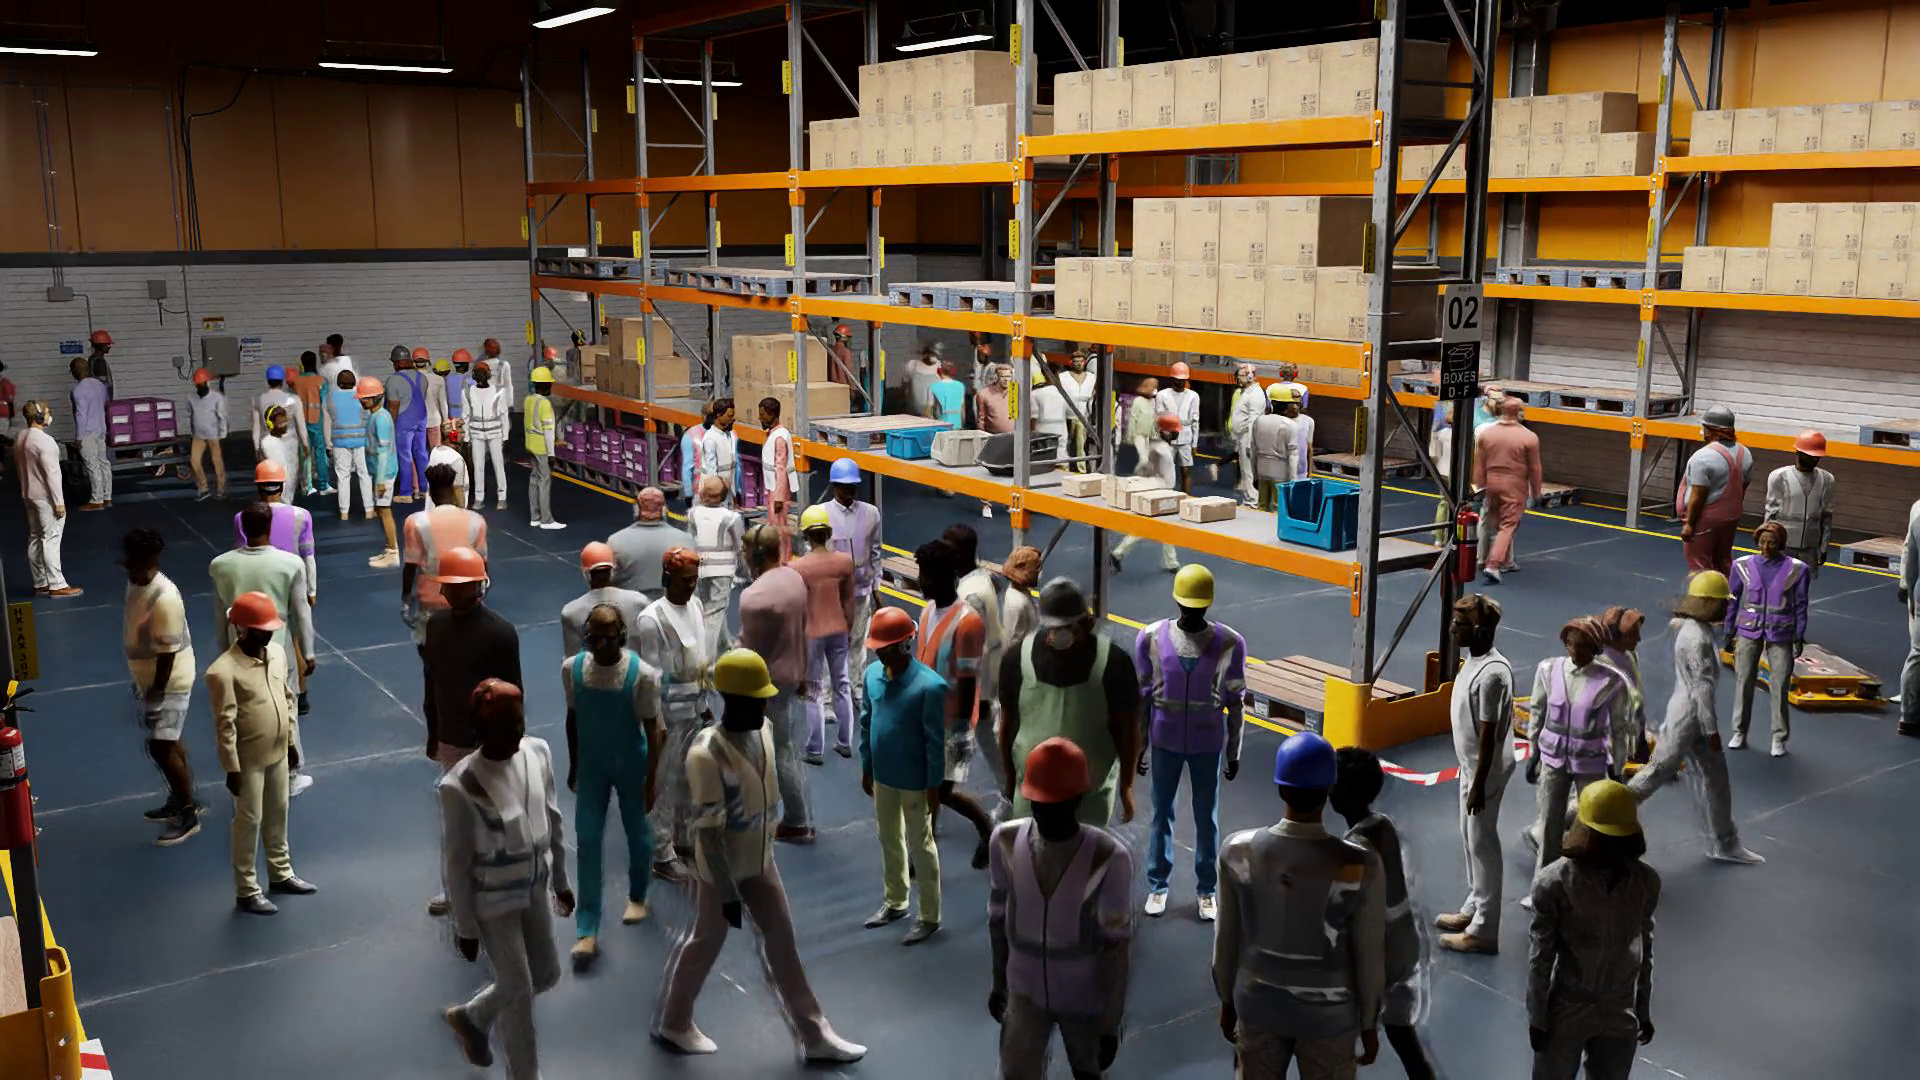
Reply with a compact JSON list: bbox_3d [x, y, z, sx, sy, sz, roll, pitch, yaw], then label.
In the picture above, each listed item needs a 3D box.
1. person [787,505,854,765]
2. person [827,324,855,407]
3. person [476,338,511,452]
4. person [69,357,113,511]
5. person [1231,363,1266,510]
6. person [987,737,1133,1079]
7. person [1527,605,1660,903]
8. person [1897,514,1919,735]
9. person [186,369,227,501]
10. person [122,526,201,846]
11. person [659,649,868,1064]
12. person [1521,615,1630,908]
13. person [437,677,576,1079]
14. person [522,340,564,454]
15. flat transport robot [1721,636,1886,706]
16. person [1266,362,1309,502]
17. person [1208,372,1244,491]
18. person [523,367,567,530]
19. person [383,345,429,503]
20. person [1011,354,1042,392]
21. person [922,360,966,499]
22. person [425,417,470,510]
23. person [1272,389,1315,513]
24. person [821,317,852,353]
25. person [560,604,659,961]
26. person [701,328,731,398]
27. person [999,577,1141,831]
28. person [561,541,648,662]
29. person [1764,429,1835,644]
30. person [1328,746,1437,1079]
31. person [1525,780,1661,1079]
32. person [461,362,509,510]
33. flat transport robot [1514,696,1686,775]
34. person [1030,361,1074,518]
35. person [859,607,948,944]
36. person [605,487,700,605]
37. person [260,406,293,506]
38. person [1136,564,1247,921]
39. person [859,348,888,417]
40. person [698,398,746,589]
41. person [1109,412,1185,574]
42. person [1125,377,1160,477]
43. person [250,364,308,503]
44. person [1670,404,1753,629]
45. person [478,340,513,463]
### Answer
[{"bbox_3d":[-0.953,0.642,11.279,0.528,1.765,0.328,-8,14,-35],"label":"person"},{"bbox_3d":[-1.875,-2.421,26.381,0.391,1.986,0.609,-10,15,-43],"label":"person"},{"bbox_3d":[-7.319,-2.236,25.909,0.690,1.804,0.574,-7,13,-32],"label":"person"},{"bbox_3d":[-10.965,-1.332,20.949,0.371,1.934,0.627,0,11,-1],"label":"person"},{"bbox_3d":[3.532,-1.226,20.497,0.399,1.900,0.644,0,11,0],"label":"person"},{"bbox_3d":[0.319,1.627,5.905,0.567,1.884,1.037,4,12,20],"label":"person"},{"bbox_3d":[3.524,1.132,9.159,0.747,1.609,0.511,9,14,40],"label":"person"},{"bbox_3d":[6.917,0.473,11.691,0.356,1.938,0.633,-2,11,-12],"label":"person"},{"bbox_3d":[-9.808,-1.364,21.628,0.584,1.724,0.597,2,11,8],"label":"person"},{"bbox_3d":[-4.742,0.833,9.880,0.388,1.923,0.684,-9,14,-38],"label":"person"},{"bbox_3d":[-0.926,1.383,7.199,0.974,1.871,0.597,6,13,28],"label":"person"},{"bbox_3d":[3.255,1.189,8.806,0.525,1.636,0.312,10,15,41],"label":"person"},{"bbox_3d":[-1.883,1.457,6.825,0.689,1.872,0.594,6,12,27],"label":"person"},{"bbox_3d":[-6.473,-2.209,25.791,0.639,1.802,0.821,4,12,21],"label":"person"},{"bbox_3d":[6.638,1.026,13.146,0.652,0.197,1.431,1,11,3],"label":"flat transport robot"},{"bbox_3d":[4.204,-1.384,21.465,0.563,1.838,0.392,7,13,31],"label":"person"},{"bbox_3d":[3.687,-1.495,22.452,0.607,1.680,0.542,4,12,21],"label":"person"},{"bbox_3d":[-4.950,-1.089,19.714,0.386,1.927,0.589,-9,14,-38],"label":"person"},{"bbox_3d":[-7.211,-1.508,21.571,0.535,2.000,0.684,6,12,27],"label":"person"},{"bbox_3d":[0.896,-1.778,23.067,0.622,1.994,0.381,-11,15,-44],"label":"person"},{"bbox_3d":[-0.248,-1.448,21.833,0.659,1.820,0.534,-10,15,-41],"label":"person"},{"bbox_3d":[-4.776,-0.228,15.559,0.387,1.837,0.560,-9,14,-39],"label":"person"},{"bbox_3d":[3.610,-0.740,18.178,0.501,1.839,0.341,-1,11,-5],"label":"person"},{"bbox_3d":[-2.391,-3.548,32.250,0.614,1.946,0.375,3,11,14],"label":"person"},{"bbox_3d":[-1.776,1.192,8.395,0.523,1.784,0.961,1,11,3],"label":"person"},{"bbox_3d":[-4.161,-2.739,28.329,0.508,1.865,0.329,-4,12,-21],"label":"person"},{"bbox_3d":[0.511,1.138,8.030,0.697,2.000,1.033,1,11,7],"label":"person"},{"bbox_3d":[-2.175,0.854,10.310,0.565,1.716,0.803,-5,12,-22],"label":"person"},{"bbox_3d":[7.089,0.019,14.066,0.548,1.926,0.387,1,11,5],"label":"person"},{"bbox_3d":[1.574,1.626,6.495,0.853,1.643,0.554,7,13,33],"label":"person"},{"bbox_3d":[2.265,1.692,5.956,0.493,1.743,0.299,-2,11,-10],"label":"person"},{"bbox_3d":[-5.978,-1.306,20.972,0.580,1.877,0.365,-1,11,-5],"label":"person"},{"bbox_3d":[4.328,1.325,11.613,0.652,0.197,1.431,-3,11,-13],"label":"flat transport robot"},{"bbox_3d":[1.103,-1.269,20.684,0.630,1.904,1.005,-3,11,-13],"label":"person"},{"bbox_3d":[-0.317,1.188,8.551,0.575,1.738,0.351,10,15,41],"label":"person"},{"bbox_3d":[-2.108,0.582,11.352,0.666,1.865,0.897,-2,11,-12],"label":"person"},{"bbox_3d":[-6.721,-0.419,16.527,0.404,1.841,0.559,-1,11,-5],"label":"person"},{"bbox_3d":[1.203,1.058,8.756,0.586,1.918,0.396,2,11,10],"label":"person"},{"bbox_3d":[-1.399,-2.481,27.052,0.508,1.847,0.345,-8,14,-35],"label":"person"},{"bbox_3d":[-2.390,-0.464,16.576,0.406,1.910,0.591,2,11,10],"label":"person"},{"bbox_3d":[1.961,-0.469,17.106,0.826,1.716,0.569,1,11,4],"label":"person"},{"bbox_3d":[2.390,-1.321,21.700,0.406,1.608,0.522,10,15,41],"label":"person"},{"bbox_3d":[-8.228,-1.160,20.116,0.629,1.919,0.866,-2,11,-12],"label":"person"},{"bbox_3d":[6.692,-0.207,14.910,0.689,2.000,0.539,-6,13,-28],"label":"person"},{"bbox_3d":[-6.914,-2.036,24.721,0.578,1.867,0.476,3,11,13],"label":"person"}]
